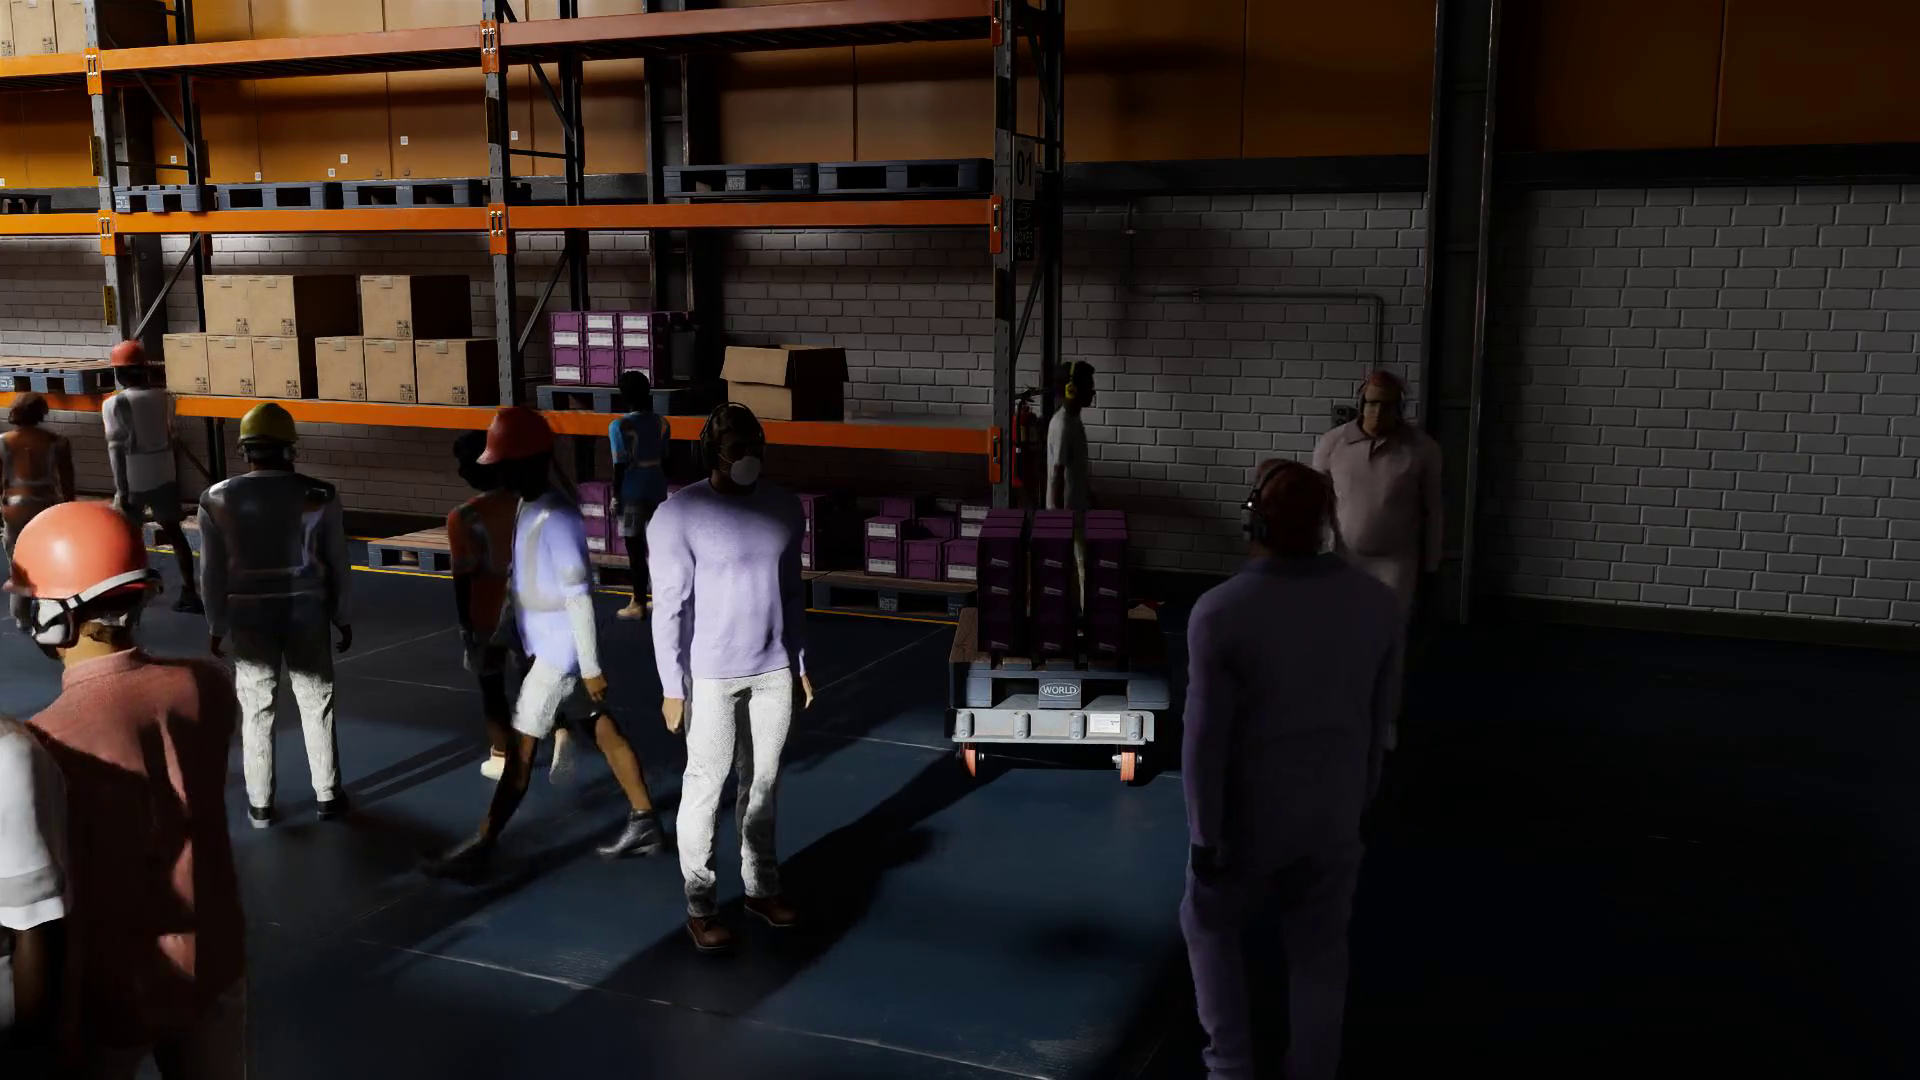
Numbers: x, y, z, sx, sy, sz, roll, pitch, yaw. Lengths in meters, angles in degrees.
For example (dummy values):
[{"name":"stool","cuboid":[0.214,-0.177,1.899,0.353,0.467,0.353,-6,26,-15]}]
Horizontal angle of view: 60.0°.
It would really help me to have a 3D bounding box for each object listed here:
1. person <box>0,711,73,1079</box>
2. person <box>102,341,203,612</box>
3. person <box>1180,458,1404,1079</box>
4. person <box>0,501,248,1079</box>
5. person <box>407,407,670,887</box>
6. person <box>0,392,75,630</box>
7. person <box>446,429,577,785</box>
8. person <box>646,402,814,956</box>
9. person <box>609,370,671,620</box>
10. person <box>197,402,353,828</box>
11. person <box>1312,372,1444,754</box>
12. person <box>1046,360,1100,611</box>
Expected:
[{"name":"person","cuboid":[-1.921,0.931,3.122,0.607,1.966,0.367,4,10,23]},{"name":"person","cuboid":[-5.677,-0.433,11.559,1.020,1.885,0.563,6,11,34]},{"name":"person","cuboid":[0.878,0.724,4.564,0.640,1.894,0.490,-2,10,-13]},{"name":"person","cuboid":[-1.767,0.892,3.428,0.769,1.975,0.626,3,10,19]},{"name":"person","cuboid":[-1.641,0.412,6.503,1.049,1.868,0.599,-3,10,-20]},{"name":"person","cuboid":[-5.999,-0.159,10.759,0.528,1.595,0.818,-6,11,-32]},{"name":"person","cuboid":[-2.027,0.331,7.566,0.544,1.675,0.660,-9,13,-44]},{"name":"person","cuboid":[-0.793,0.479,5.905,0.636,1.939,0.363,-8,13,-41]},{"name":"person","cuboid":[-2.179,-0.306,11.323,0.319,1.698,0.539,6,11,33]},{"name":"person","cuboid":[-2.927,0.323,7.165,0.600,1.828,0.404,-3,10,-18]},{"name":"person","cuboid":[2.043,0.104,8.326,0.658,1.878,0.749,4,10,25]},{"name":"person","cuboid":[0.704,-0.182,10.195,0.673,1.861,0.548,1,10,5]}]
